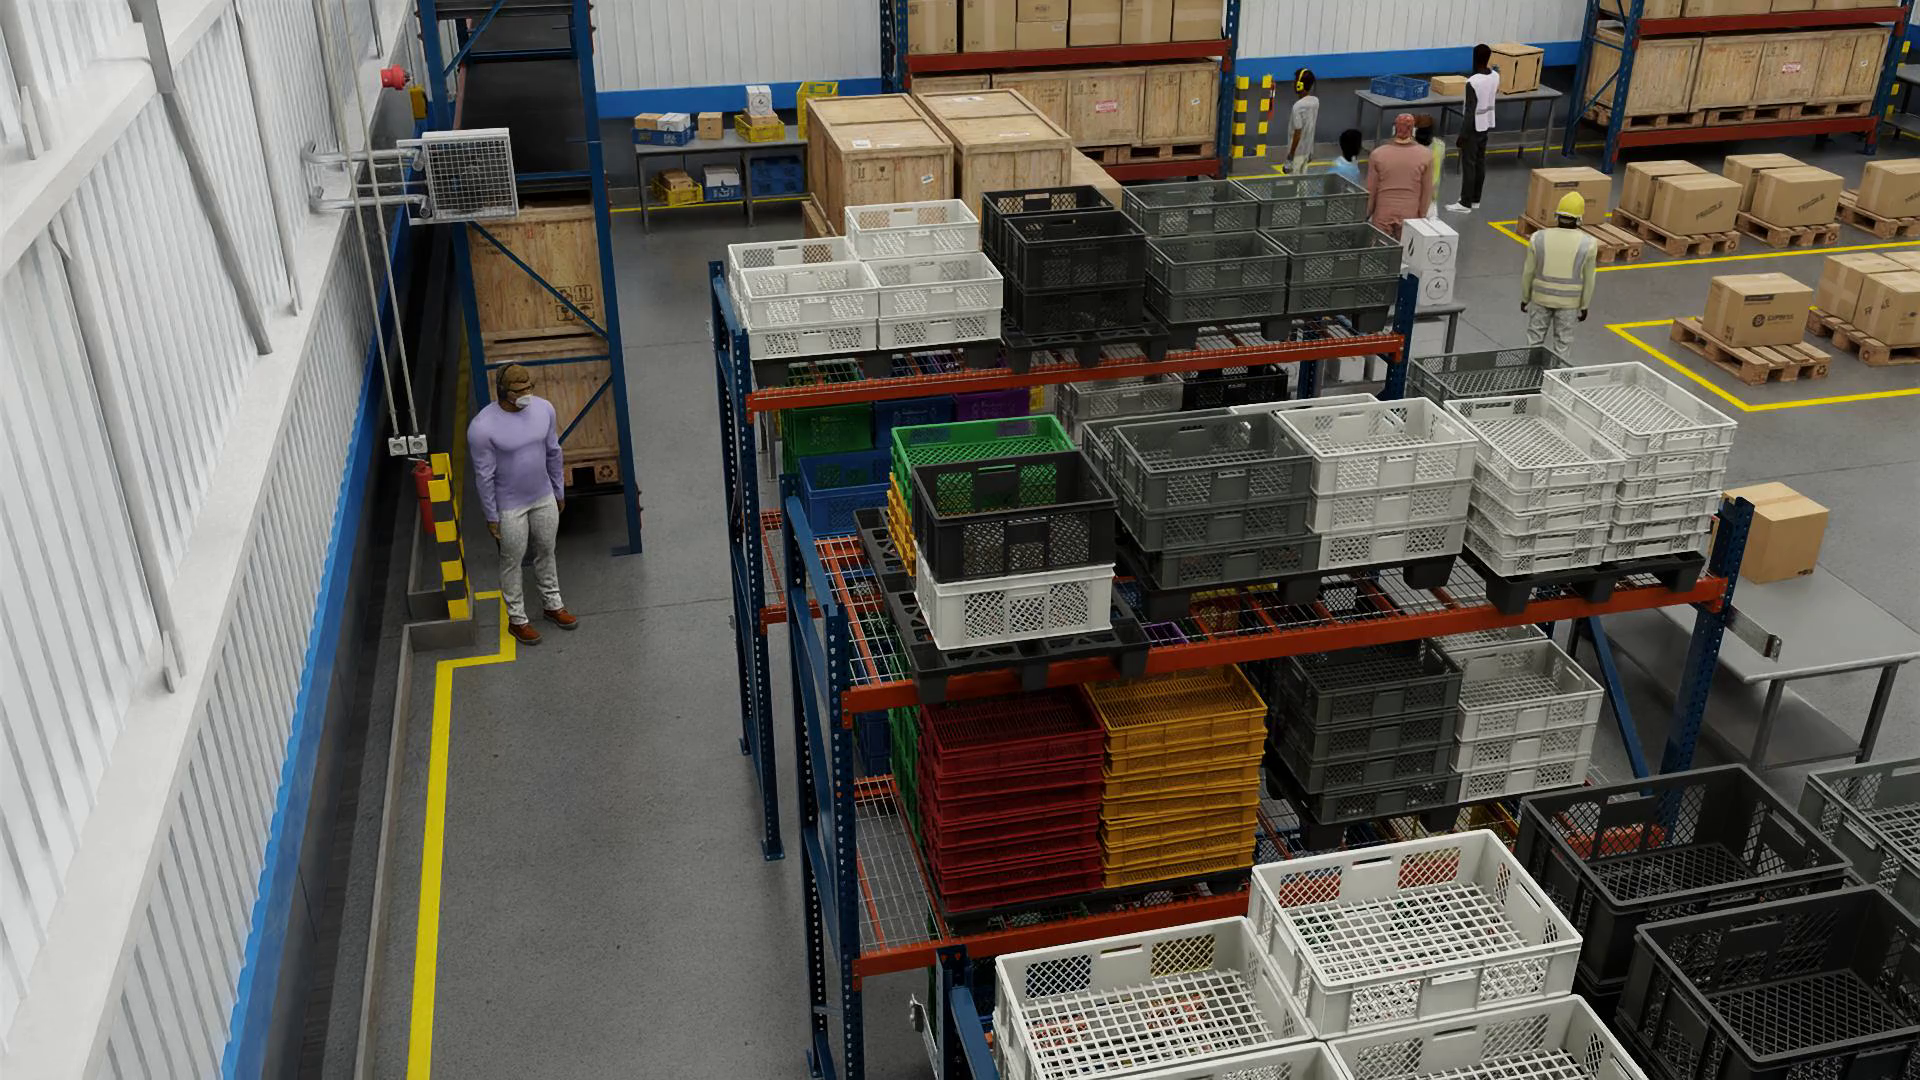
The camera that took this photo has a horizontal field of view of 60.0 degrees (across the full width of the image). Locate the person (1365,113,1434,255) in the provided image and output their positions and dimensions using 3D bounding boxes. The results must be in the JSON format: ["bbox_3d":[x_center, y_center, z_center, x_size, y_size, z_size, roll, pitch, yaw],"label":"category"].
[{"bbox_3d":[4.315,-3.260,16.464,0.636,1.905,0.406,6,28,12],"label":"person"}]

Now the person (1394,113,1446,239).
[{"bbox_3d":[4.626,-3.380,16.781,0.639,1.826,0.514,-9,29,-16],"label":"person"}]

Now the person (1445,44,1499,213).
[{"bbox_3d":[5.992,-4.773,19.322,0.396,1.917,0.590,24,36,38],"label":"person"}]

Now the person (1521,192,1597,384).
[{"bbox_3d":[5.129,-2.086,14.309,0.586,1.835,0.403,13,31,24],"label":"person"}]

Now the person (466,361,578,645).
[{"bbox_3d":[-2.810,-0.253,10.734,0.374,1.933,0.625,23,36,37],"label":"person"}]

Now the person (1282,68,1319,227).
[{"bbox_3d":[3.735,-4.267,18.414,0.314,1.866,0.537,19,33,32],"label":"person"}]
